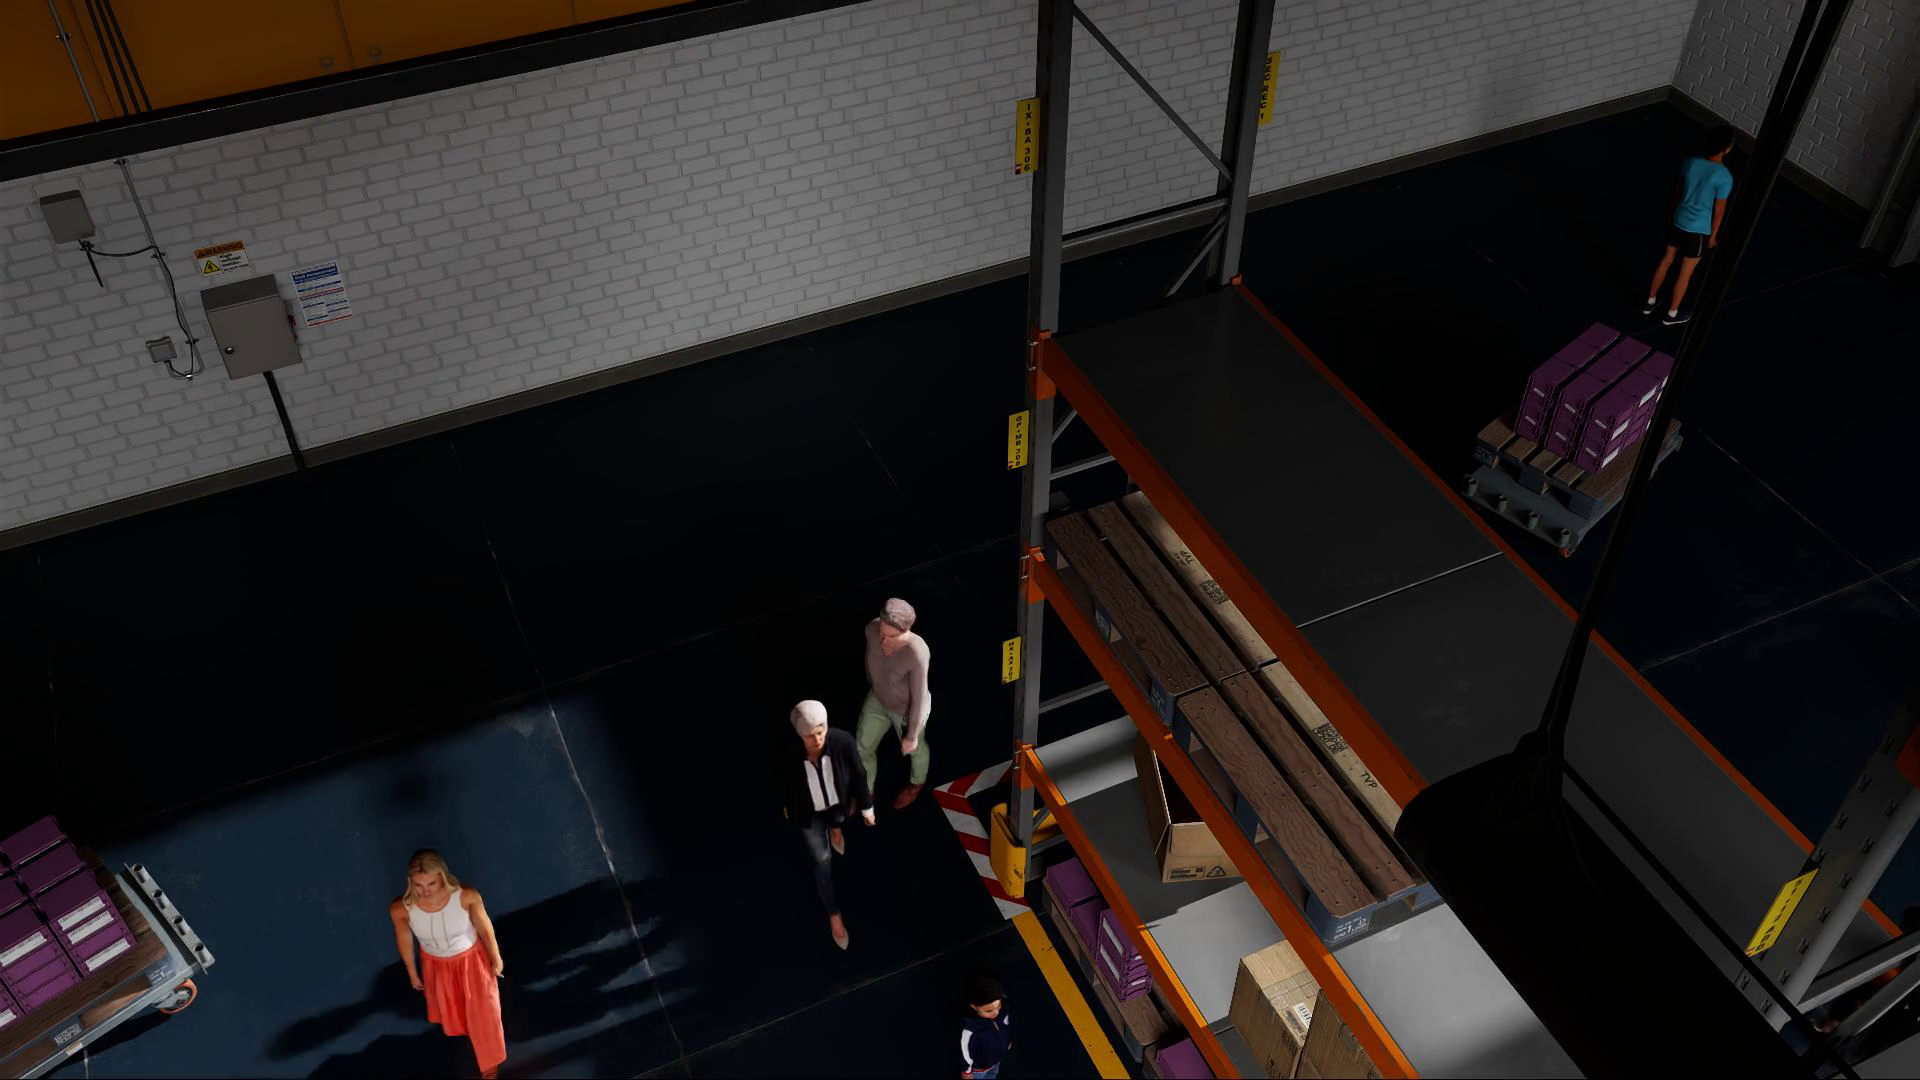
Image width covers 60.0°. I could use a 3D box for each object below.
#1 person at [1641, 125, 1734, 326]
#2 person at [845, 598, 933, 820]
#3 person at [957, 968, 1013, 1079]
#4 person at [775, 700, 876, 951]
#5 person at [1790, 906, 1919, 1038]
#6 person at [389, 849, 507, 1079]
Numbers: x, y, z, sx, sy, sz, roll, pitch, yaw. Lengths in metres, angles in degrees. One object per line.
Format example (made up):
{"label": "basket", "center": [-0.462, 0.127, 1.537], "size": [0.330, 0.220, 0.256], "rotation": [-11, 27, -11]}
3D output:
{"label": "person", "center": [5.988, -2.578, 13.621], "size": [0.702, 1.777, 0.499], "rotation": [-24, 49, -23]}
{"label": "person", "center": [-0.299, 0.940, 9.878], "size": [0.943, 1.846, 0.944], "rotation": [32, 52, 29]}
{"label": "person", "center": [0.129, 2.610, 8.580], "size": [0.588, 1.219, 0.579], "rotation": [34, 53, 30]}
{"label": "person", "center": [-0.738, 1.403, 9.426], "size": [0.870, 1.738, 1.155], "rotation": [-11, 45, -11]}
{"label": "person", "center": [4.943, 2.348, 8.569], "size": [0.937, 1.615, 0.847], "rotation": [23, 48, 22]}
{"label": "person", "center": [-2.629, 2.123, 8.675], "size": [0.747, 1.794, 0.891], "rotation": [-7, 44, -8]}
